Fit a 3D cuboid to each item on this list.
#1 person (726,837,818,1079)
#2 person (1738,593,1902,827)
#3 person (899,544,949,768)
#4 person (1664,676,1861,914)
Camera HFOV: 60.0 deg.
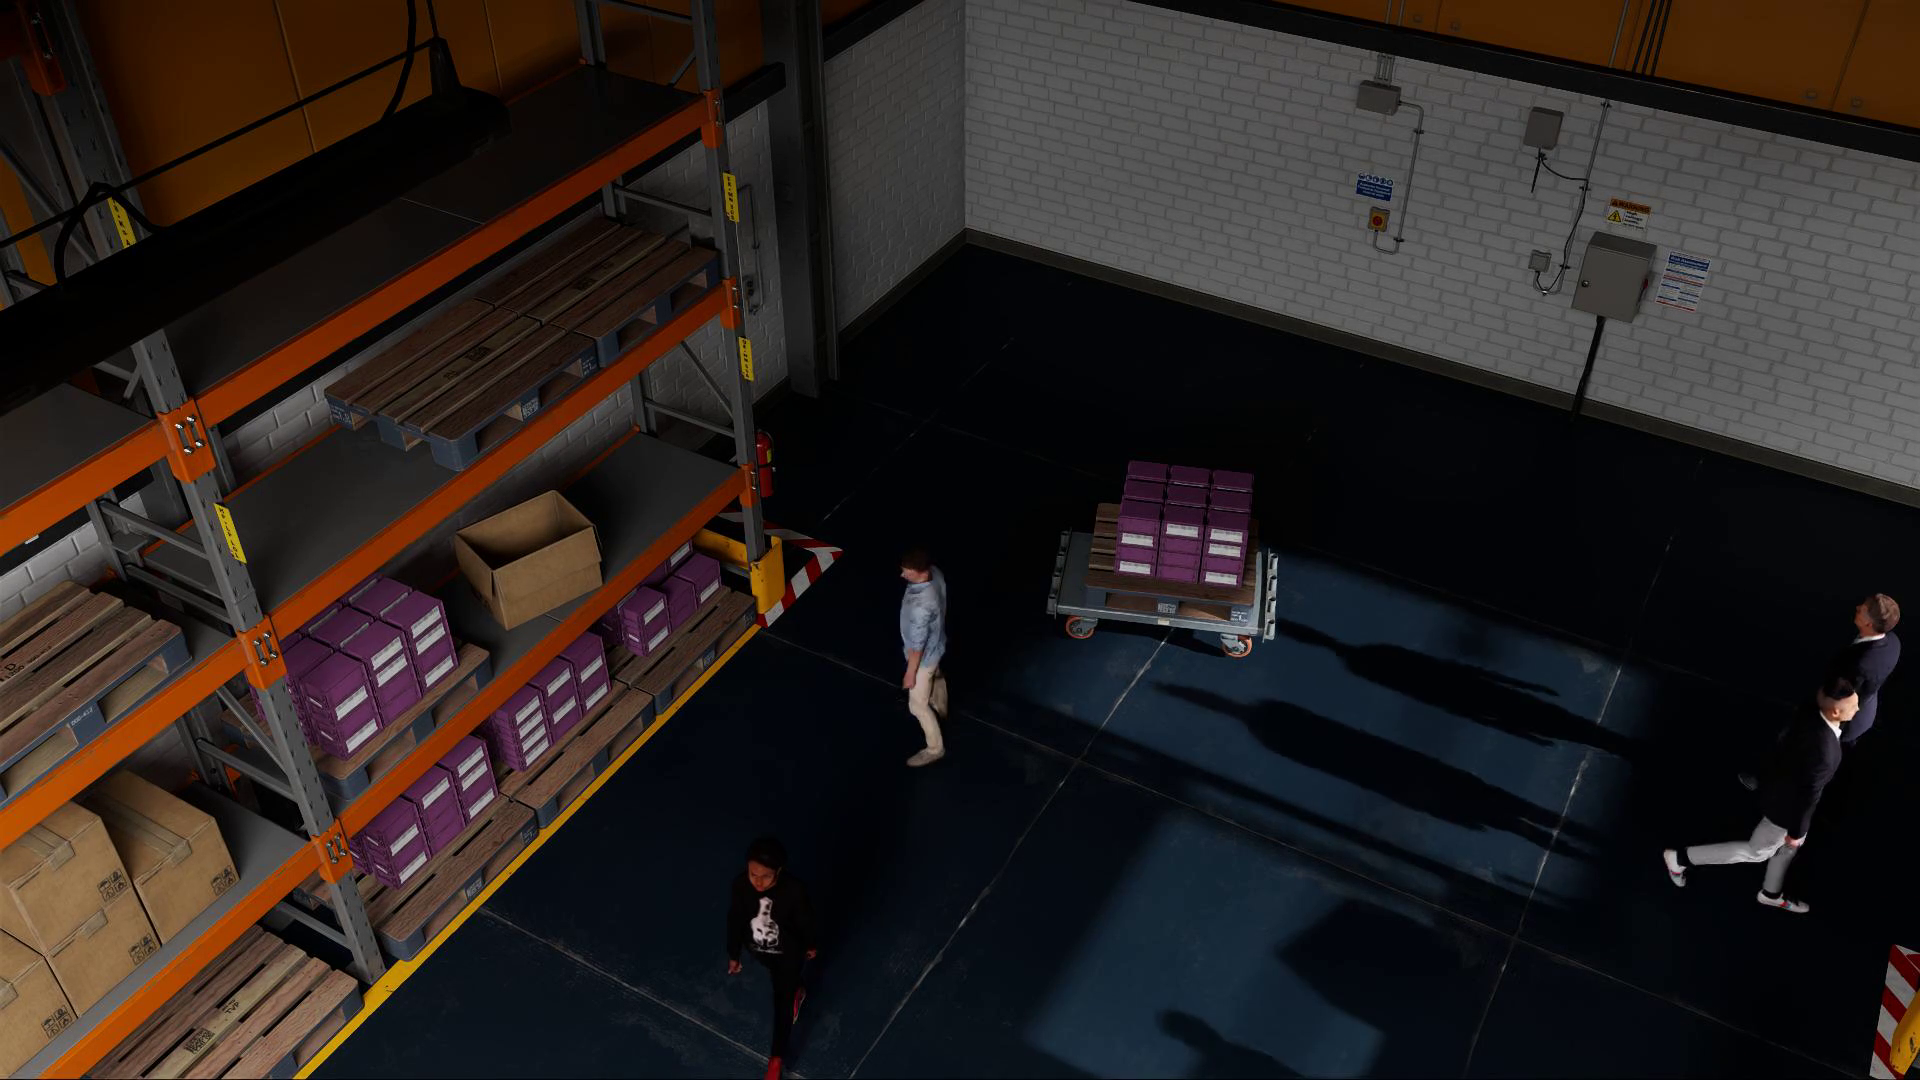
[{"bbox_3d":[-1.002,2.173,9.224,0.806,1.641,1.106,9,39,11],"label":"person"},{"bbox_3d":[5.608,1.121,10.424,0.949,1.789,0.959,-22,43,-25],"label":"person"},{"bbox_3d":[-0.197,0.708,10.911,1.037,1.825,0.680,13,40,16],"label":"person"},{"bbox_3d":[4.808,1.490,9.853,0.918,1.924,1.145,13,40,16],"label":"person"}]
